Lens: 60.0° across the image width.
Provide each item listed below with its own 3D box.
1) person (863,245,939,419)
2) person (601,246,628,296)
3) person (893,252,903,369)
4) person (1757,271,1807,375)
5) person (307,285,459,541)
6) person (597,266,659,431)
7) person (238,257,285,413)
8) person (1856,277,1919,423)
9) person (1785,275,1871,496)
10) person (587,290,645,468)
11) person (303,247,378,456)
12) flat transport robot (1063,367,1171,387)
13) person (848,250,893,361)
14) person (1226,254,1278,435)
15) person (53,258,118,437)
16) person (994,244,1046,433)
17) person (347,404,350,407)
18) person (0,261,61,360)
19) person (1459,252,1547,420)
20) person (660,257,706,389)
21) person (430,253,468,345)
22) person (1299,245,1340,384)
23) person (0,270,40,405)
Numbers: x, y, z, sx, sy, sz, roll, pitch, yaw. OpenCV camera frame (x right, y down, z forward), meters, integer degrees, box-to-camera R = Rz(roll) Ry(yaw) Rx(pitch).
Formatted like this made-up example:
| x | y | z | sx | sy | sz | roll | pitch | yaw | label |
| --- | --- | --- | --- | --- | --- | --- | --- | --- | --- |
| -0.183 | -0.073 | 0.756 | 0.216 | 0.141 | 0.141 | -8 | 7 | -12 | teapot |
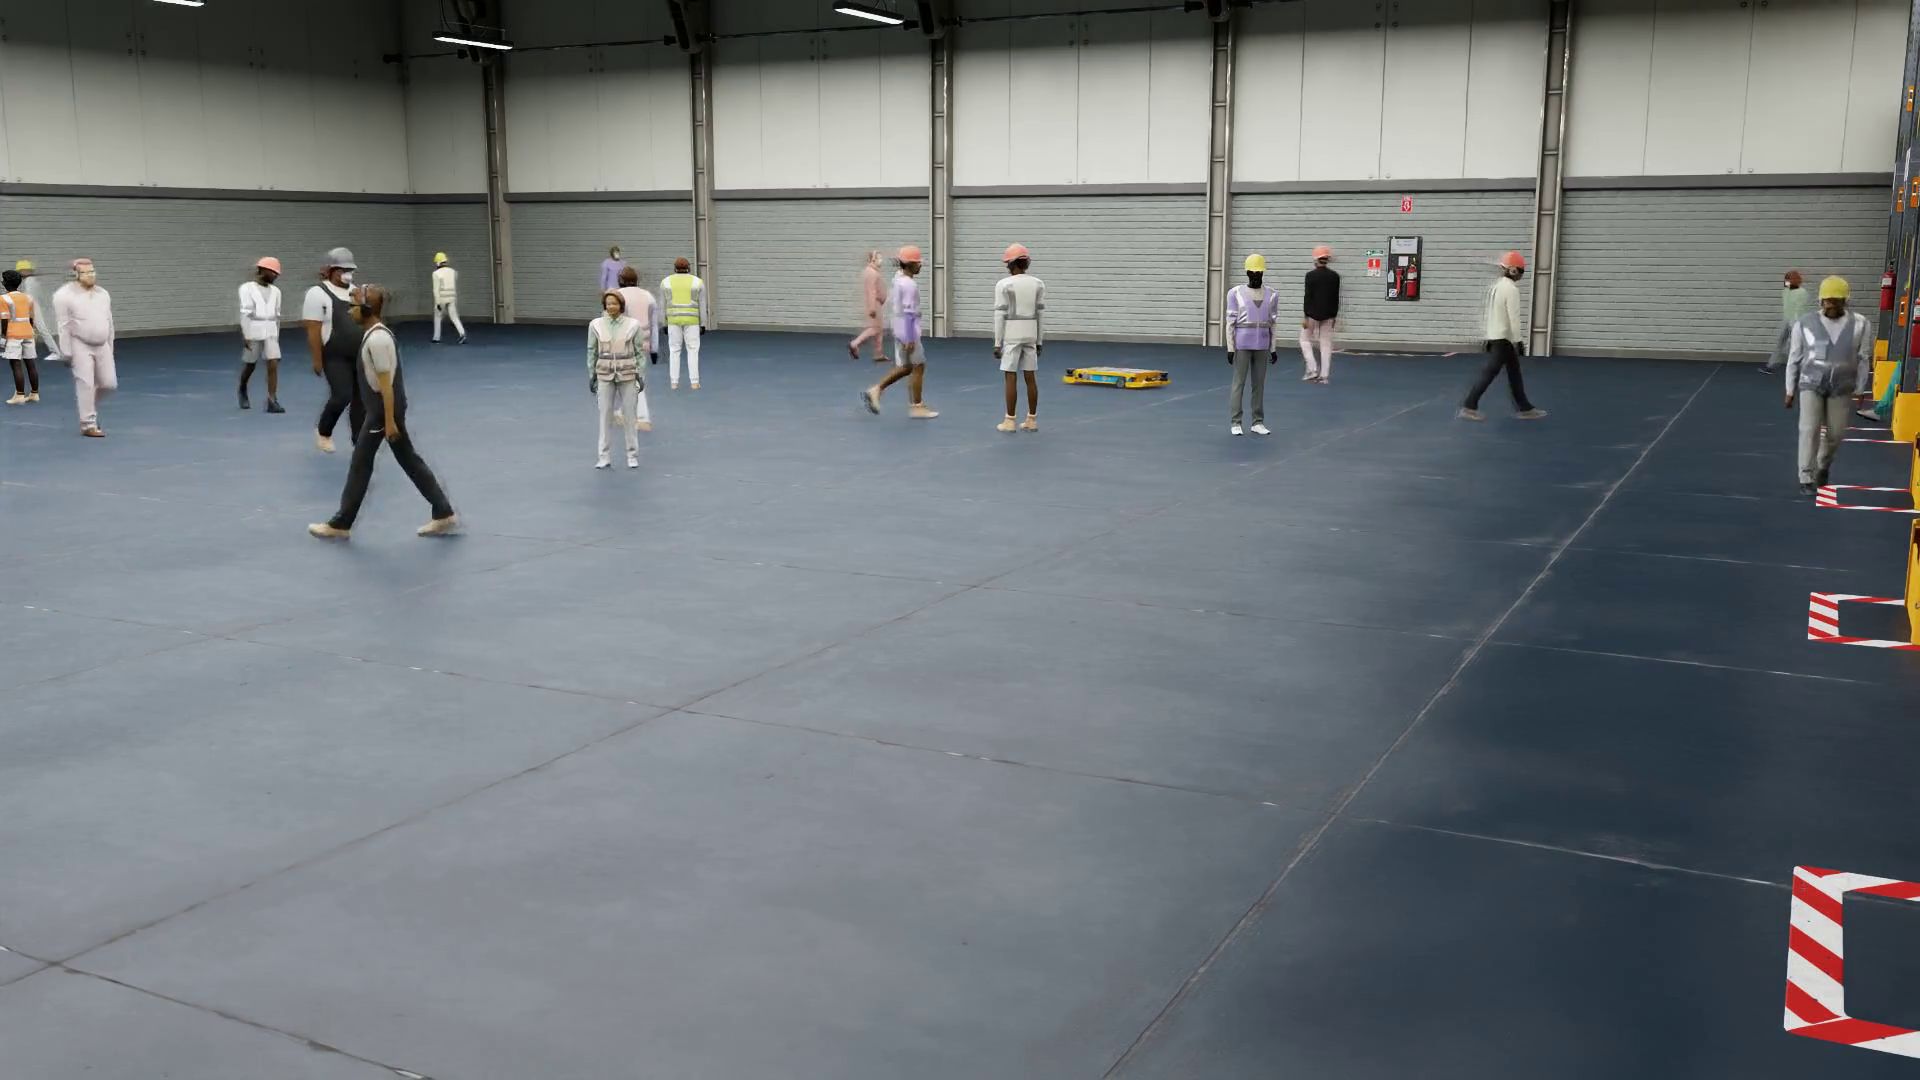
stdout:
| x | y | z | sx | sy | sz | roll | pitch | yaw | label |
| --- | --- | --- | --- | --- | --- | --- | --- | --- | --- |
| -0.676 | -2.393 | 19.249 | 0.800 | 2.022 | 0.611 | -3 | 11 | -13 | person |
| -7.689 | -5.608 | 37.162 | 0.645 | 1.887 | 1.061 | -9 | 14 | -40 | person |
| -0.870 | -3.565 | 26.001 | 0.356 | 1.883 | 0.573 | -1 | 10 | -4 | person |
| 12.522 | -3.262 | 25.130 | 0.831 | 1.581 | 0.505 | -4 | 11 | -19 | person |
| -4.044 | -0.884 | 11.652 | 1.024 | 1.792 | 0.523 | -2 | 11 | -12 | person |
| -3.672 | -2.108 | 18.322 | 0.944 | 1.791 | 0.622 | 9 | 14 | 42 | person |
| -8.496 | -2.487 | 20.151 | 0.918 | 1.877 | 0.577 | 9 | 14 | 39 | person |
| 10.702 | -2.130 | 18.681 | 0.912 | 1.703 | 0.512 | 2 | 11 | 9 | person |
| 7.121 | -1.272 | 13.697 | 0.612 | 1.811 | 0.519 | 4 | 11 | 19 | person |
| -3.150 | -1.472 | 15.257 | 0.523 | 1.638 | 0.310 | -1 | 10 | -5 | person |
| -5.873 | -1.801 | 15.954 | 0.568 | 2.000 | 0.691 | 6 | 12 | 31 | person |
| 2.222 | -2.317 | 23.598 | 1.431 | 0.197 | 0.652 | 10 | 14 | 42 | flat transport robot |
| -1.510 | -3.931 | 28.015 | 0.658 | 1.885 | 0.647 | -1 | 10 | -4 | person |
| 3.131 | -2.084 | 17.805 | 0.587 | 1.927 | 0.367 | -3 | 11 | -15 | person |
| -9.283 | -2.037 | 17.668 | 0.519 | 1.893 | 0.650 | 5 | 12 | 28 | person |
| 0.627 | -2.176 | 18.021 | 0.605 | 2.035 | 0.398 | -6 | 12 | -29 | person |
| -7.811 | -2.567 | 21.009 | 0.531 | 1.720 | 0.929 | -7 | 13 | -35 | person |
| -15.889 | -3.894 | 28.321 | 0.938 | 1.689 | 0.503 | -8 | 13 | -36 | person |
| 6.291 | -2.343 | 19.205 | 1.033 | 1.942 | 0.646 | 1 | 10 | 4 | person |
| -3.841 | -3.012 | 23.139 | 0.627 | 1.836 | 0.430 | -1 | 10 | -3 | person |
| -10.008 | -4.703 | 32.446 | 0.874 | 1.800 | 0.589 | 8 | 13 | 36 | person |
| 5.183 | -3.248 | 23.996 | 0.647 | 1.978 | 0.539 | -5 | 11 | -24 | person |
| -11.920 | -2.560 | 21.031 | 0.316 | 1.696 | 0.540 | 2 | 11 | 13 | person |
